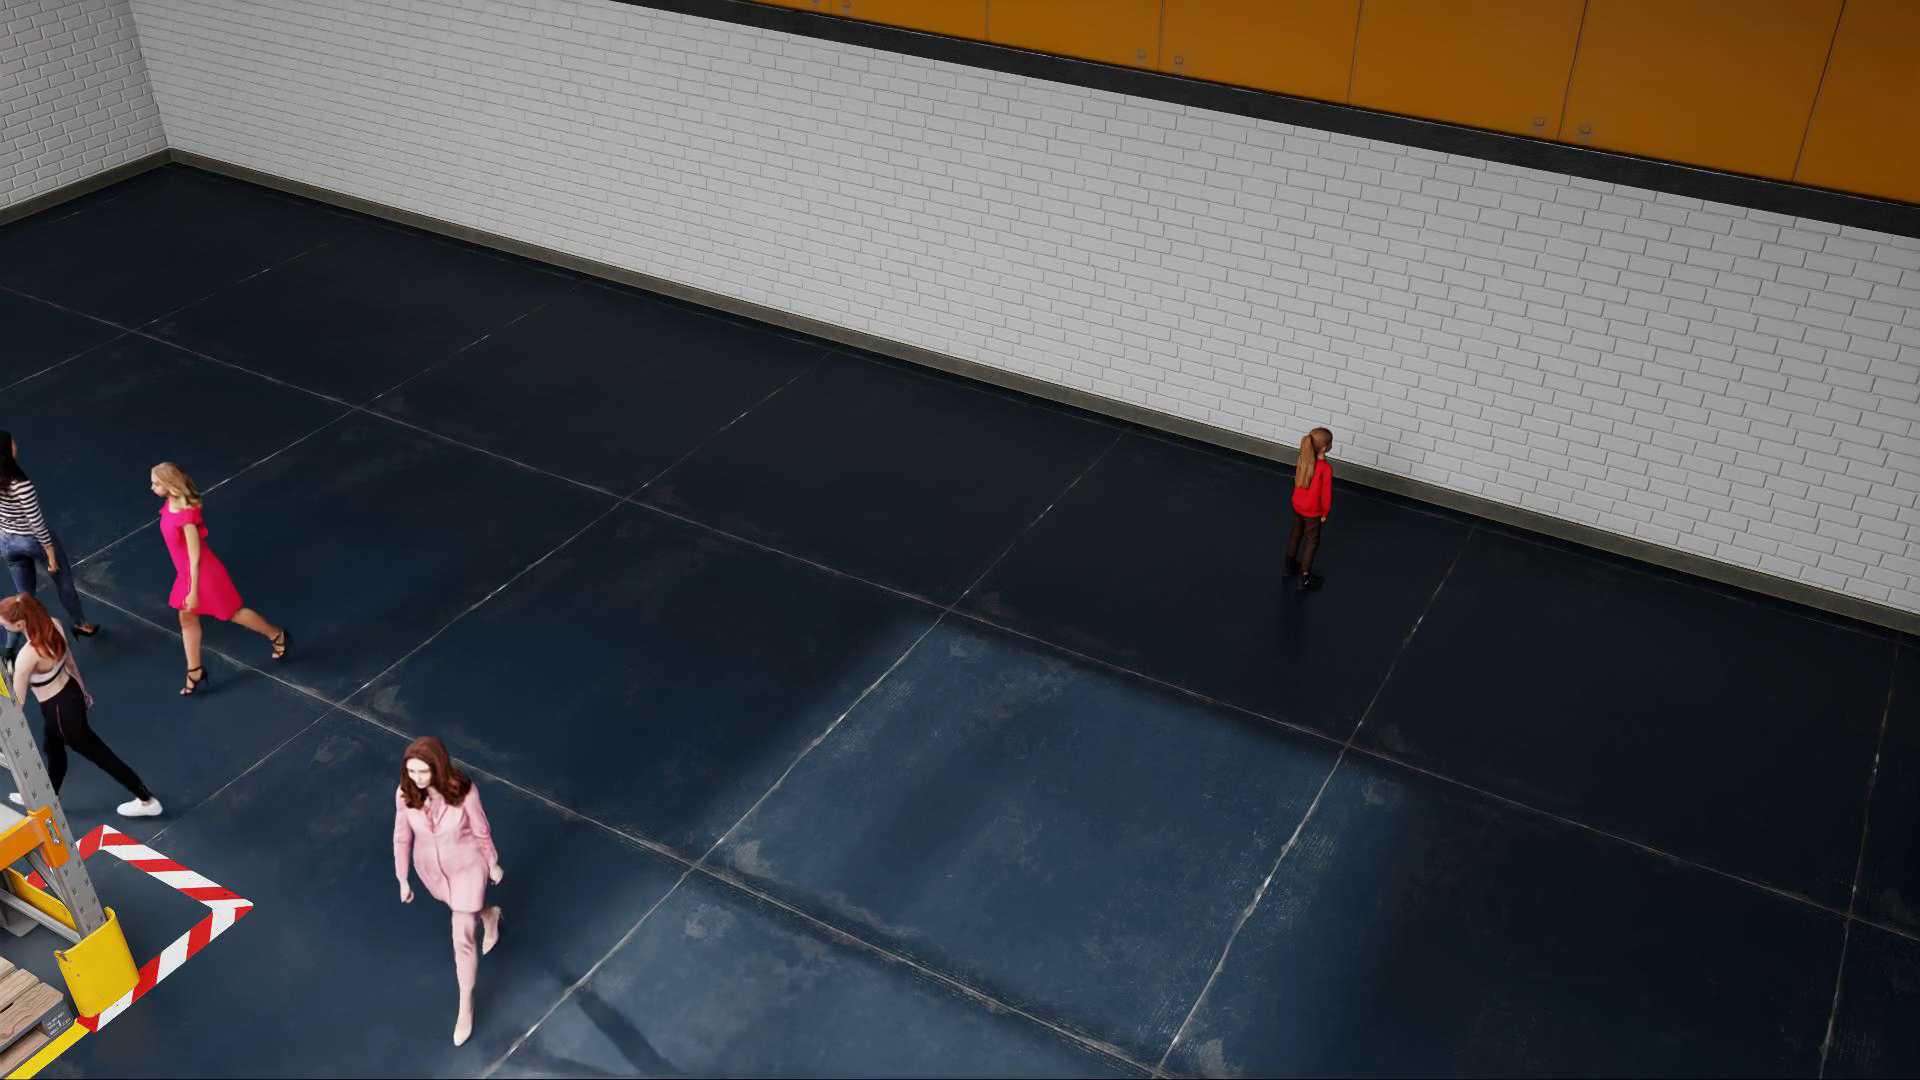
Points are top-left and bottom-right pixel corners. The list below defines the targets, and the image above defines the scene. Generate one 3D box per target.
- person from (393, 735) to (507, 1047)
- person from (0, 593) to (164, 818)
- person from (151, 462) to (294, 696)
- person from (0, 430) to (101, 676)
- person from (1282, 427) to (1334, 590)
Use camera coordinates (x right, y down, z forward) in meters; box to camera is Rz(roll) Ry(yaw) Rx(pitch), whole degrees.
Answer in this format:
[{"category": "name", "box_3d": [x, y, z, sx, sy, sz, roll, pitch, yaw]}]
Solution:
[{"category": "person", "box_3d": [-2.627, 1.675, 8.705, 0.960, 1.757, 1.208, 3, 34, 4]}, {"category": "person", "box_3d": [-5.120, 1.027, 9.726, 1.055, 1.705, 1.115, -1, 34, -1]}, {"category": "person", "box_3d": [-4.891, 0.225, 10.952, 0.729, 1.684, 1.067, 27, 42, 34]}, {"category": "person", "box_3d": [-6.245, 0.118, 11.041, 0.820, 1.765, 1.135, 8, 34, 11]}, {"category": "person", "box_3d": [2.529, -0.249, 12.030, 0.602, 1.282, 0.563, -18, 38, -25]}]
